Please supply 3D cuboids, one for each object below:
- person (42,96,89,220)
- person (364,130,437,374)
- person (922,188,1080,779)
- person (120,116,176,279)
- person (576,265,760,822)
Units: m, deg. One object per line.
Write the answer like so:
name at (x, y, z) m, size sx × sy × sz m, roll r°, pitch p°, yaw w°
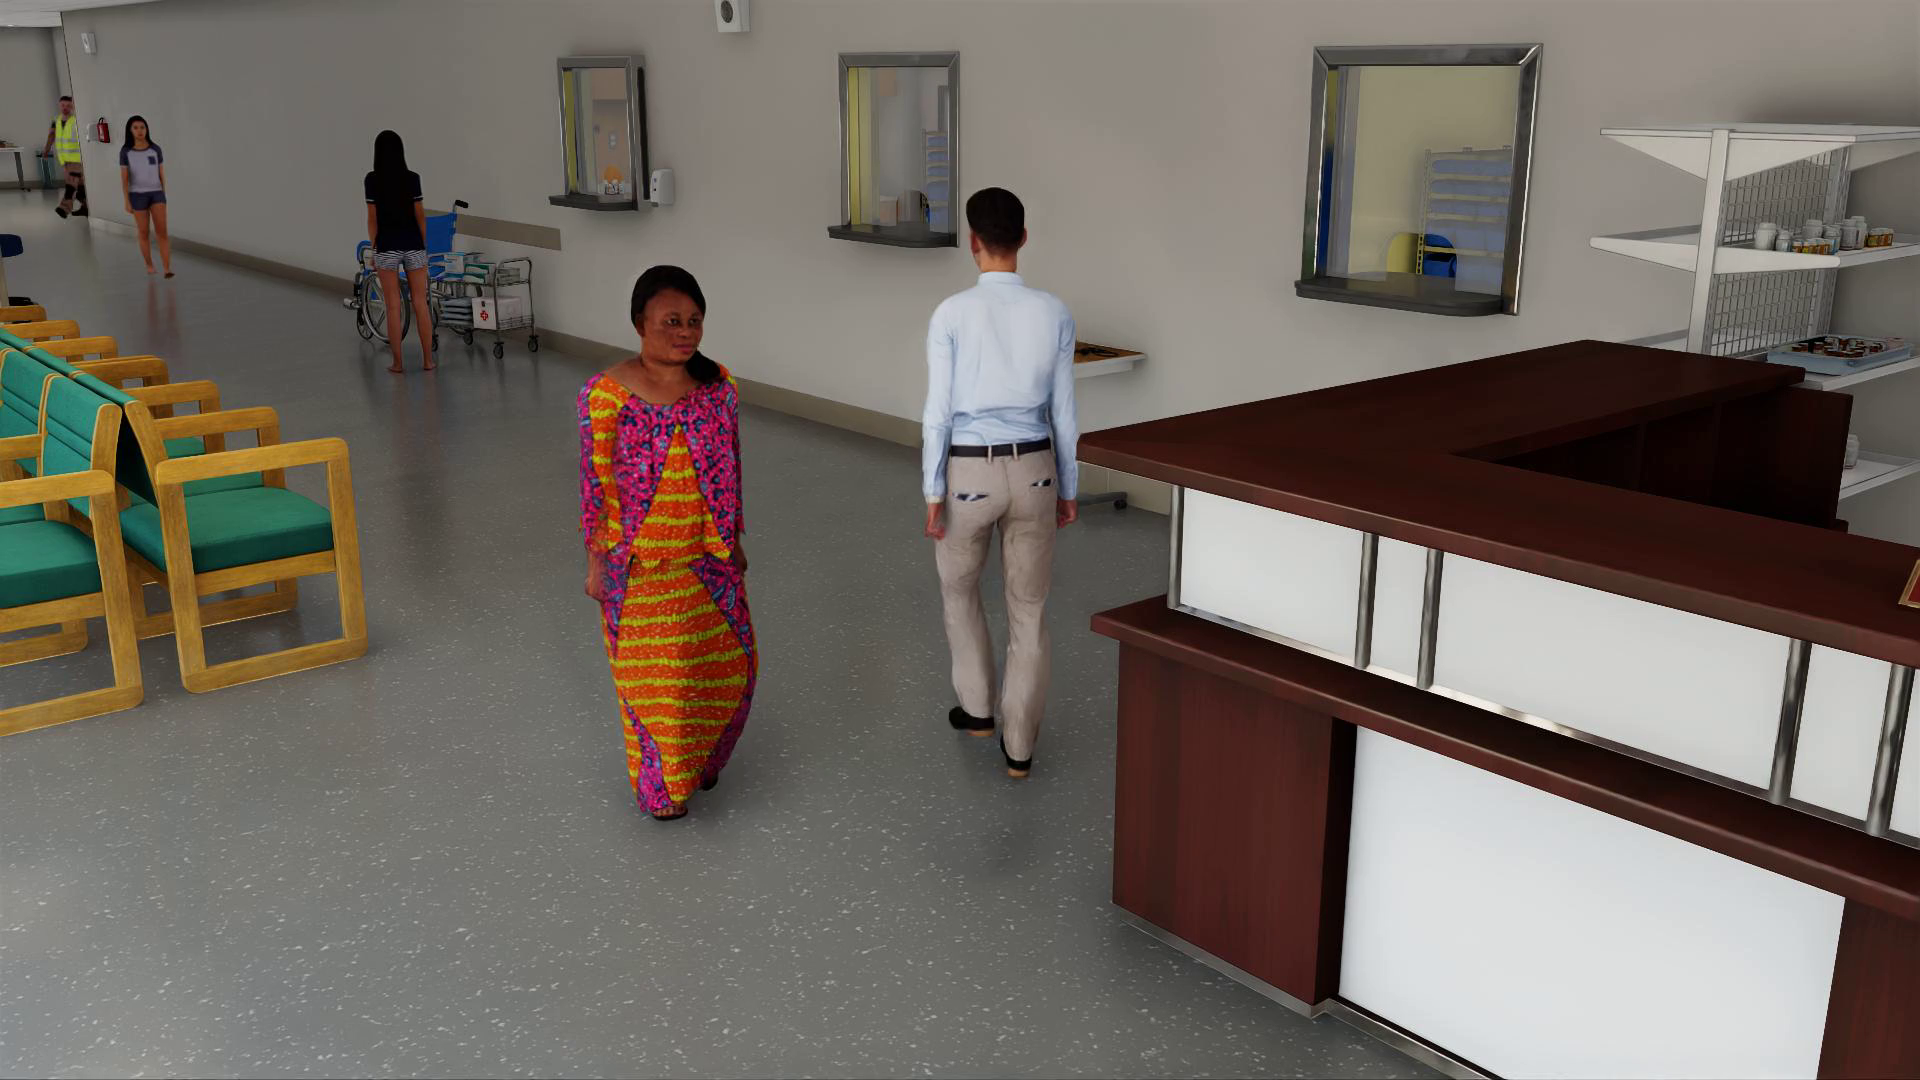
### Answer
person at (-13.317, -5.722, 25.046) m, size 1.160 × 1.778 × 1.288 m, roll 5°, pitch 17°, yaw 18°
person at (-4.161, -2.136, 12.348) m, size 0.543 × 1.766 × 0.686 m, roll -7°, pitch 17°, yaw -24°
person at (0.132, -0.135, 5.129) m, size 0.827 × 1.831 × 0.898 m, roll -2°, pitch 16°, yaw -9°
person at (-8.706, -3.613, 17.761) m, size 1.102 × 1.671 × 0.710 m, roll -11°, pitch 19°, yaw -35°
person at (-0.872, 0.005, 4.956) m, size 0.730 × 1.656 × 0.794 m, roll -8°, pitch 18°, yaw -26°
